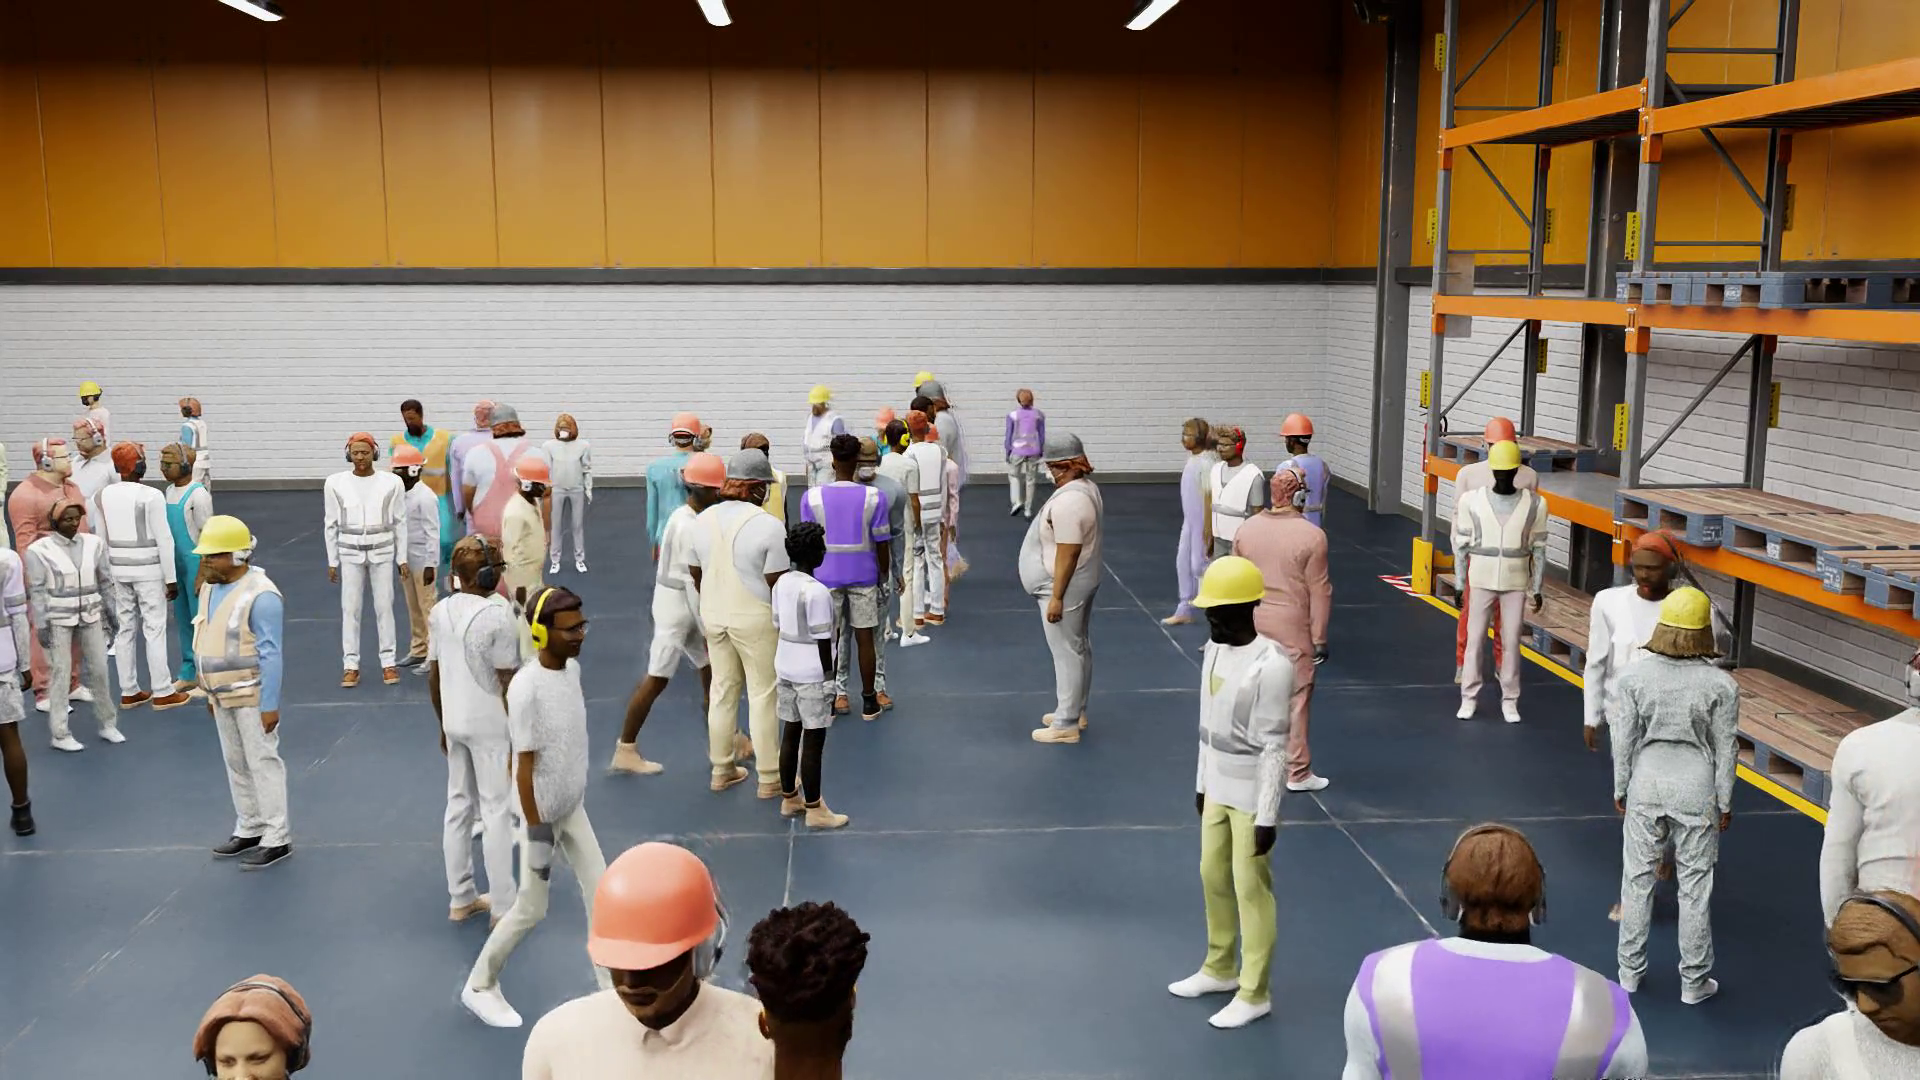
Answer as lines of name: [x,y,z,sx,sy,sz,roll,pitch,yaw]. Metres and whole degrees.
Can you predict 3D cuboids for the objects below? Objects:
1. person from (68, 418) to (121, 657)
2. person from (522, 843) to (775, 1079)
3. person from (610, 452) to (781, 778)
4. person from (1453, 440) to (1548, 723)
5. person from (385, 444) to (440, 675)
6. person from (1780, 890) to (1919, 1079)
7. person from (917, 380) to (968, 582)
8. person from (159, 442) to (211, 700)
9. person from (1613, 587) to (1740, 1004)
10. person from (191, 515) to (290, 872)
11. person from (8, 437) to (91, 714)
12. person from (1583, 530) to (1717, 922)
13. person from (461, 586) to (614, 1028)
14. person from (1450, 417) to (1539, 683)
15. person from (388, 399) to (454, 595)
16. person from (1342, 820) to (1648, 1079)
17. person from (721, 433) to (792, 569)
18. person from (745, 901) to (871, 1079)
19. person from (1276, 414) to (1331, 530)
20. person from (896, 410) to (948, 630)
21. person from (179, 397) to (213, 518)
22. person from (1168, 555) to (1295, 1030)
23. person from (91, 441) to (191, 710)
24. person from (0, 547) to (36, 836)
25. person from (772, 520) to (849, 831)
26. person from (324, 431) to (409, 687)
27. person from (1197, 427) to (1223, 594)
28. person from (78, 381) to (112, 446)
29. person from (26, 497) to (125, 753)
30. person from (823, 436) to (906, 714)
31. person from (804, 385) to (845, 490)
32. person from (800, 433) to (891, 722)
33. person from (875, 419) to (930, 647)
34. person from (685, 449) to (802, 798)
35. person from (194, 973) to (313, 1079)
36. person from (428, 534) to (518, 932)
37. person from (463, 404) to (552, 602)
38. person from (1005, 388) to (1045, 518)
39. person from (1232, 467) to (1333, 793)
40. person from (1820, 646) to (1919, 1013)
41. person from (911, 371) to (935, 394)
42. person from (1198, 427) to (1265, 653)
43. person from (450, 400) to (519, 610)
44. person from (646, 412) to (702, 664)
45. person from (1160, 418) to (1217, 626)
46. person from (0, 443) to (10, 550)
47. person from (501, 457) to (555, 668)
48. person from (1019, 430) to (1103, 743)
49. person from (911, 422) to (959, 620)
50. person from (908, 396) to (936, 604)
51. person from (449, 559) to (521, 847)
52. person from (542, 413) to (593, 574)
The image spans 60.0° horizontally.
person: [-6.868,-0.025,13.257,0.638,1.901,0.408,4,10,23]
person: [-0.597,1.530,3.390,0.651,1.941,1.044,1,9,8]
person: [-1.628,0.456,9.998,1.057,1.973,0.614,-1,9,-5]
person: [3.639,0.282,11.241,0.593,1.924,0.381,3,9,16]
person: [-4.154,0.144,12.652,0.342,1.751,0.564,-8,12,-41]
person: [1.986,1.589,3.496,0.528,1.782,0.829,0,9,0]
person: [-0.219,-0.571,16.241,0.550,2.000,0.745,1,9,8]
person: [-5.531,0.219,11.898,0.508,1.846,0.345,6,11,35]
person: [2.983,1.056,6.955,0.484,1.744,0.296,6,11,33]
person: [-3.677,0.773,8.498,0.593,1.825,0.403,7,11,36]
person: [-6.264,0.239,11.578,0.399,1.909,0.643,1,9,7]
person: [3.342,0.844,8.042,0.575,1.843,0.963,8,12,42]
person: [-1.632,1.078,6.583,0.885,1.829,0.530,3,9,16]
person: [3.937,0.086,12.259,0.618,1.993,0.396,1,9,6]
person: [-4.979,-0.383,15.545,0.649,1.888,0.487,-1,9,-3]
person: [1.197,1.531,3.708,0.704,1.834,0.430,3,10,21]
person: [-1.538,0.104,12.632,0.625,1.844,0.429,-8,12,-42]
person: [-0.244,1.590,3.083,0.615,1.905,1.053,2,9,13]
person: [2.690,-0.044,13.291,0.542,1.929,0.382,-6,11,-35]
person: [-0.344,-0.173,14.244,0.575,1.882,0.360,-8,12,-42]
person: [-8.759,-0.819,19.079,0.313,1.633,0.519,0,9,-3]
person: [1.109,1.008,6.724,0.389,1.918,0.596,-4,10,-21]
person: [-5.705,0.252,11.573,0.575,1.884,0.355,2,9,12]
person: [-5.272,0.659,8.885,0.549,1.929,0.387,-5,11,-31]
person: [-0.836,0.736,9.116,0.318,1.697,0.533,-6,11,-34]
person: [-4.372,0.141,12.269,0.572,1.883,0.358,-3,10,-18]
person: [2.328,-0.222,15.301,0.310,1.642,0.514,3,9,17]
person: [-10.346,-1.019,19.935,0.525,1.762,0.340,6,11,34]
person: [-5.657,0.528,10.618,0.344,1.631,0.543,6,11,32]
person: [-0.667,0.234,11.533,0.629,1.933,0.379,-3,10,-18]
person: [-1.545,-0.889,19.018,0.604,1.796,0.728,8,12,42]
person: [-0.774,0.256,11.282,0.613,1.963,0.361,-1,9,-4]
person: [-0.506,-0.061,13.600,0.518,1.865,0.327,6,11,32]
person: [-1.220,0.468,9.722,0.687,2.000,0.535,5,10,30]
person: [-1.396,1.672,3.410,0.515,1.641,0.315,-2,9,-15]
person: [-2.216,0.889,7.692,0.506,1.845,0.344,5,10,28]
person: [-3.691,-0.159,13.656,0.700,2.000,0.885,-2,9,-12]
person: [0.810,-1.075,20.707,0.525,1.628,0.356,-1,9,-9]
person: [1.914,0.522,9.799,0.400,1.910,0.643,-8,12,-43]
person: [3.136,1.235,5.374,0.654,1.895,0.398,5,11,31]
person: [-0.375,-0.992,19.282,0.391,1.921,0.587,3,10,19]
person: [2.175,0.022,13.132,0.373,1.843,0.571,-6,11,-31]
person: [-4.231,-0.305,14.996,0.653,1.906,0.405,1,9,6]
person: [-2.096,0.014,12.753,0.604,1.985,0.405,0,9,2]
person: [2.122,-0.144,14.269,0.698,1.828,0.513,-2,9,-10]
person: [-9.885,-0.466,16.860,0.499,1.633,0.286,2,9,10]
person: [-3.217,0.245,12.121,0.608,1.718,0.603,0,9,0]
person: [0.650,0.290,10.839,0.537,2.000,0.682,2,9,15]
person: [-0.291,-0.167,14.612,0.559,1.749,0.327,2,9,14]
person: [-0.388,-0.373,15.386,0.392,1.918,0.587,0,9,-2]
person: [-2.523,0.822,8.794,0.503,1.627,0.289,6,11,34]
person: [-3.986,-0.473,16.903,0.499,1.633,0.289,-2,9,-14]
